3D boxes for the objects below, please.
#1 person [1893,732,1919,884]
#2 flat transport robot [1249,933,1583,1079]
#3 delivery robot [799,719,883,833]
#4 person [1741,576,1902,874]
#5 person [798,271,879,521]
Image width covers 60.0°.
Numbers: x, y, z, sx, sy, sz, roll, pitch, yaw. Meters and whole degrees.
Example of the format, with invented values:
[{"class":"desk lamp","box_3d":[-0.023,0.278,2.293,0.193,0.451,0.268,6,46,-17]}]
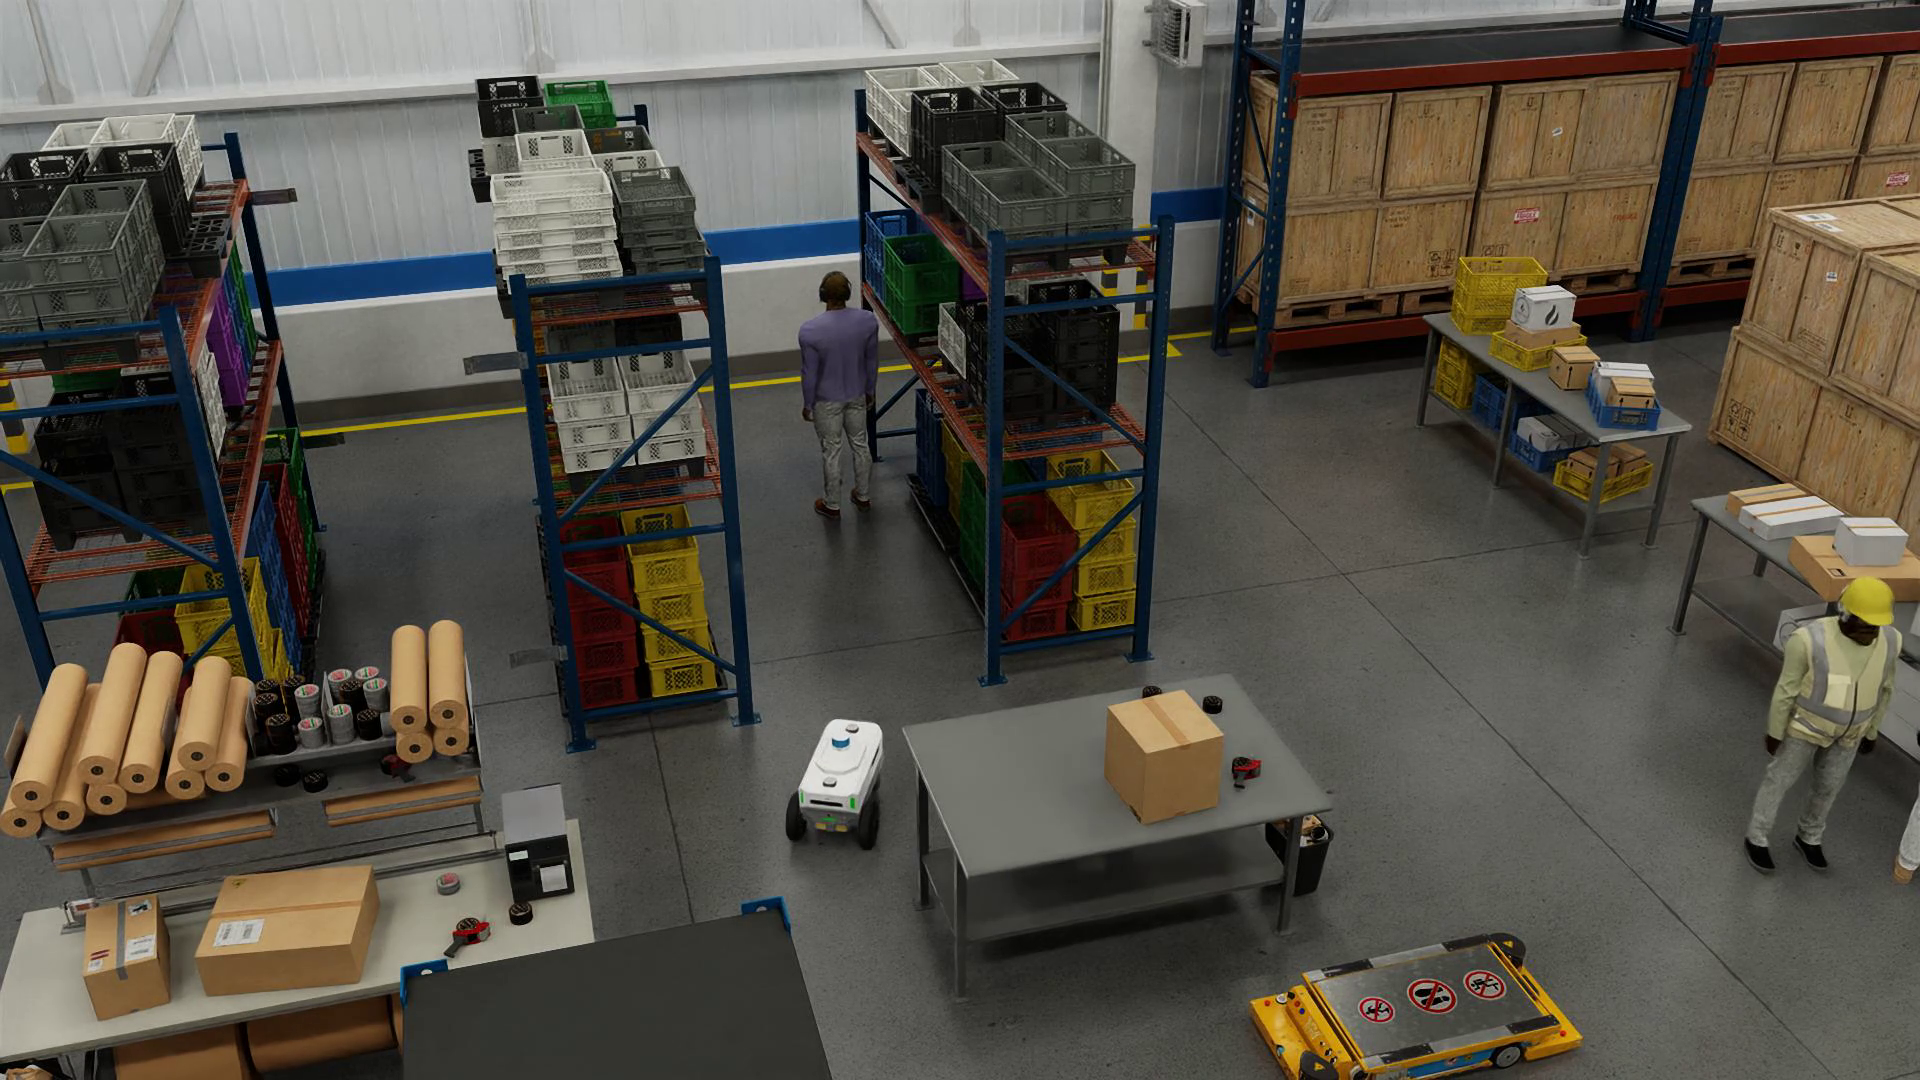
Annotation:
[{"class":"person","box_3d":[5.279,1.054,8.596,0.624,1.844,0.429,24,37,36]},{"class":"flat transport robot","box_3d":[2.184,2.282,7.980,1.431,0.197,0.652,-8,30,-14]},{"class":"delivery robot","box_3d":[-0.665,1.297,9.386,0.477,0.478,0.707,5,29,9]},{"class":"person","box_3d":[4.564,0.975,8.764,0.603,1.824,0.403,0,29,0]},{"class":"person","box_3d":[-0.895,-1.071,12.363,0.630,1.940,0.370,-16,32,-26]}]
